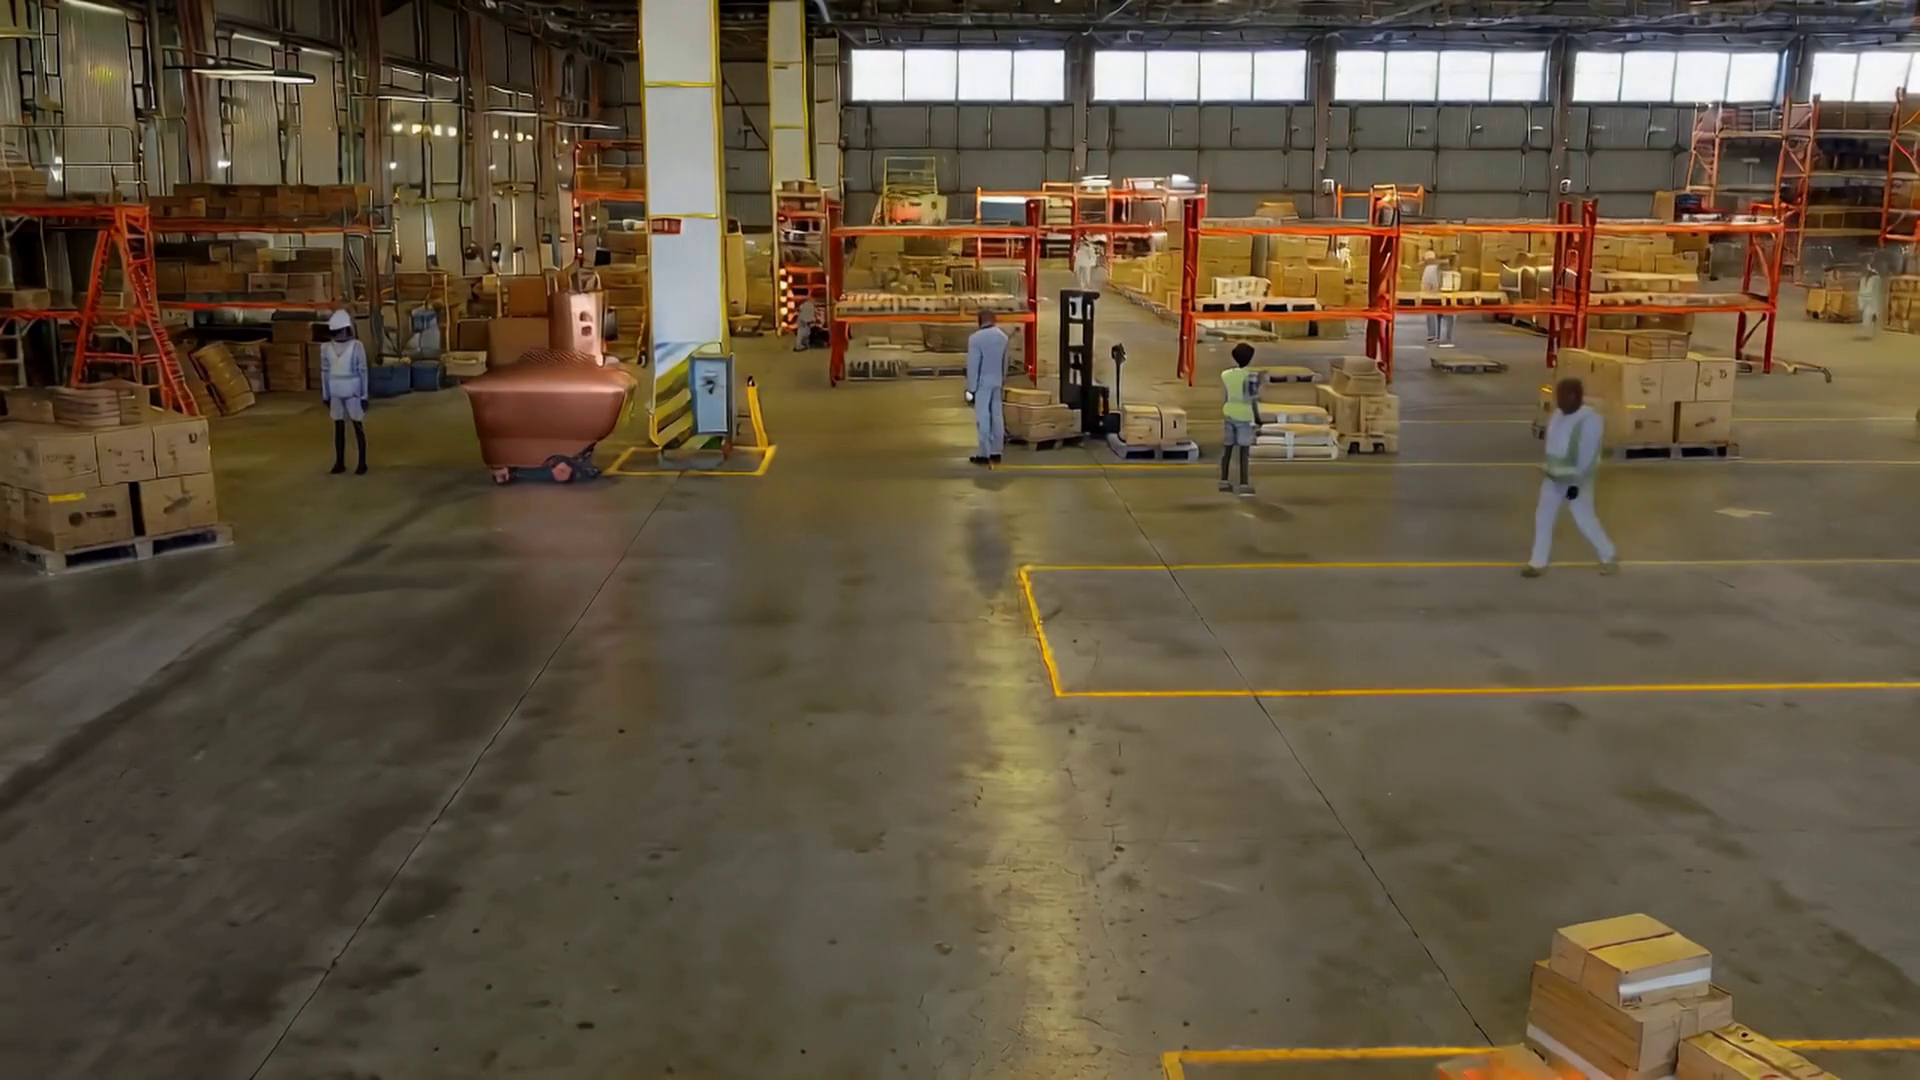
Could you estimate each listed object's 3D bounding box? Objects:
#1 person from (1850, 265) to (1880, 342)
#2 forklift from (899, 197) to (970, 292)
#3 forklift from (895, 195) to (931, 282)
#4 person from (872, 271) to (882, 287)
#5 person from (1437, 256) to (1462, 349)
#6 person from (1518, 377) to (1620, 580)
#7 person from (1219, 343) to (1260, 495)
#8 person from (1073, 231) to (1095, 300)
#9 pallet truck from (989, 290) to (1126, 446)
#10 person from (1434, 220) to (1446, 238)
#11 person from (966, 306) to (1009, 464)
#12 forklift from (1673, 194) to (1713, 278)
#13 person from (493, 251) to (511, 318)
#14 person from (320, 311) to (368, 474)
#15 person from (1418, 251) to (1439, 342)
[{"bbox_3d":[19.027,-4.972,35.059,0.746,1.610,0.513,-4,13,-16],"label":"person"},{"bbox_3d":[-0.712,-8.570,48.413,1.873,2.768,1.129,9,15,34],"label":"forklift"},{"bbox_3d":[-1.388,-9.715,53.582,1.129,2.768,1.873,7,14,28],"label":"forklift"},{"bbox_3d":[-2.594,-8.913,52.171,0.647,1.915,0.730,0,12,2],"label":"person"},{"bbox_3d":[9.965,-4.820,33.781,0.355,1.876,0.574,-4,13,-19],"label":"person"},{"bbox_3d":[5.413,-0.543,14.628,0.907,1.812,0.613,-6,14,-24],"label":"person"},{"bbox_3d":[3.117,-1.352,18.545,0.321,1.694,0.535,-10,16,-38],"label":"person"},{"bbox_3d":[3.475,-7.689,46.604,0.631,1.920,0.729,3,13,12],"label":"person"},{"bbox_3d":[1.257,-2.299,22.111,1.885,1.965,0.823,-9,15,-35],"label":"pallet truck"},{"bbox_3d":[16.953,-10.433,59.039,0.528,1.915,0.559,2,13,11],"label":"person"},{"bbox_3d":[0.327,-1.900,20.446,0.636,1.938,0.364,-12,17,-43],"label":"person"},{"bbox_3d":[24.156,-10.094,55.295,1.129,2.768,1.873,0,12,-2],"label":"forklift"},{"bbox_3d":[-11.274,-6.262,40.845,0.313,1.634,0.515,-10,16,-39],"label":"person"},{"bbox_3d":[-7.307,-1.743,19.737,0.551,1.934,0.372,0,12,0],"label":"person"},{"bbox_3d":[9.894,-5.136,35.113,0.408,1.918,0.584,8,15,32],"label":"person"}]
